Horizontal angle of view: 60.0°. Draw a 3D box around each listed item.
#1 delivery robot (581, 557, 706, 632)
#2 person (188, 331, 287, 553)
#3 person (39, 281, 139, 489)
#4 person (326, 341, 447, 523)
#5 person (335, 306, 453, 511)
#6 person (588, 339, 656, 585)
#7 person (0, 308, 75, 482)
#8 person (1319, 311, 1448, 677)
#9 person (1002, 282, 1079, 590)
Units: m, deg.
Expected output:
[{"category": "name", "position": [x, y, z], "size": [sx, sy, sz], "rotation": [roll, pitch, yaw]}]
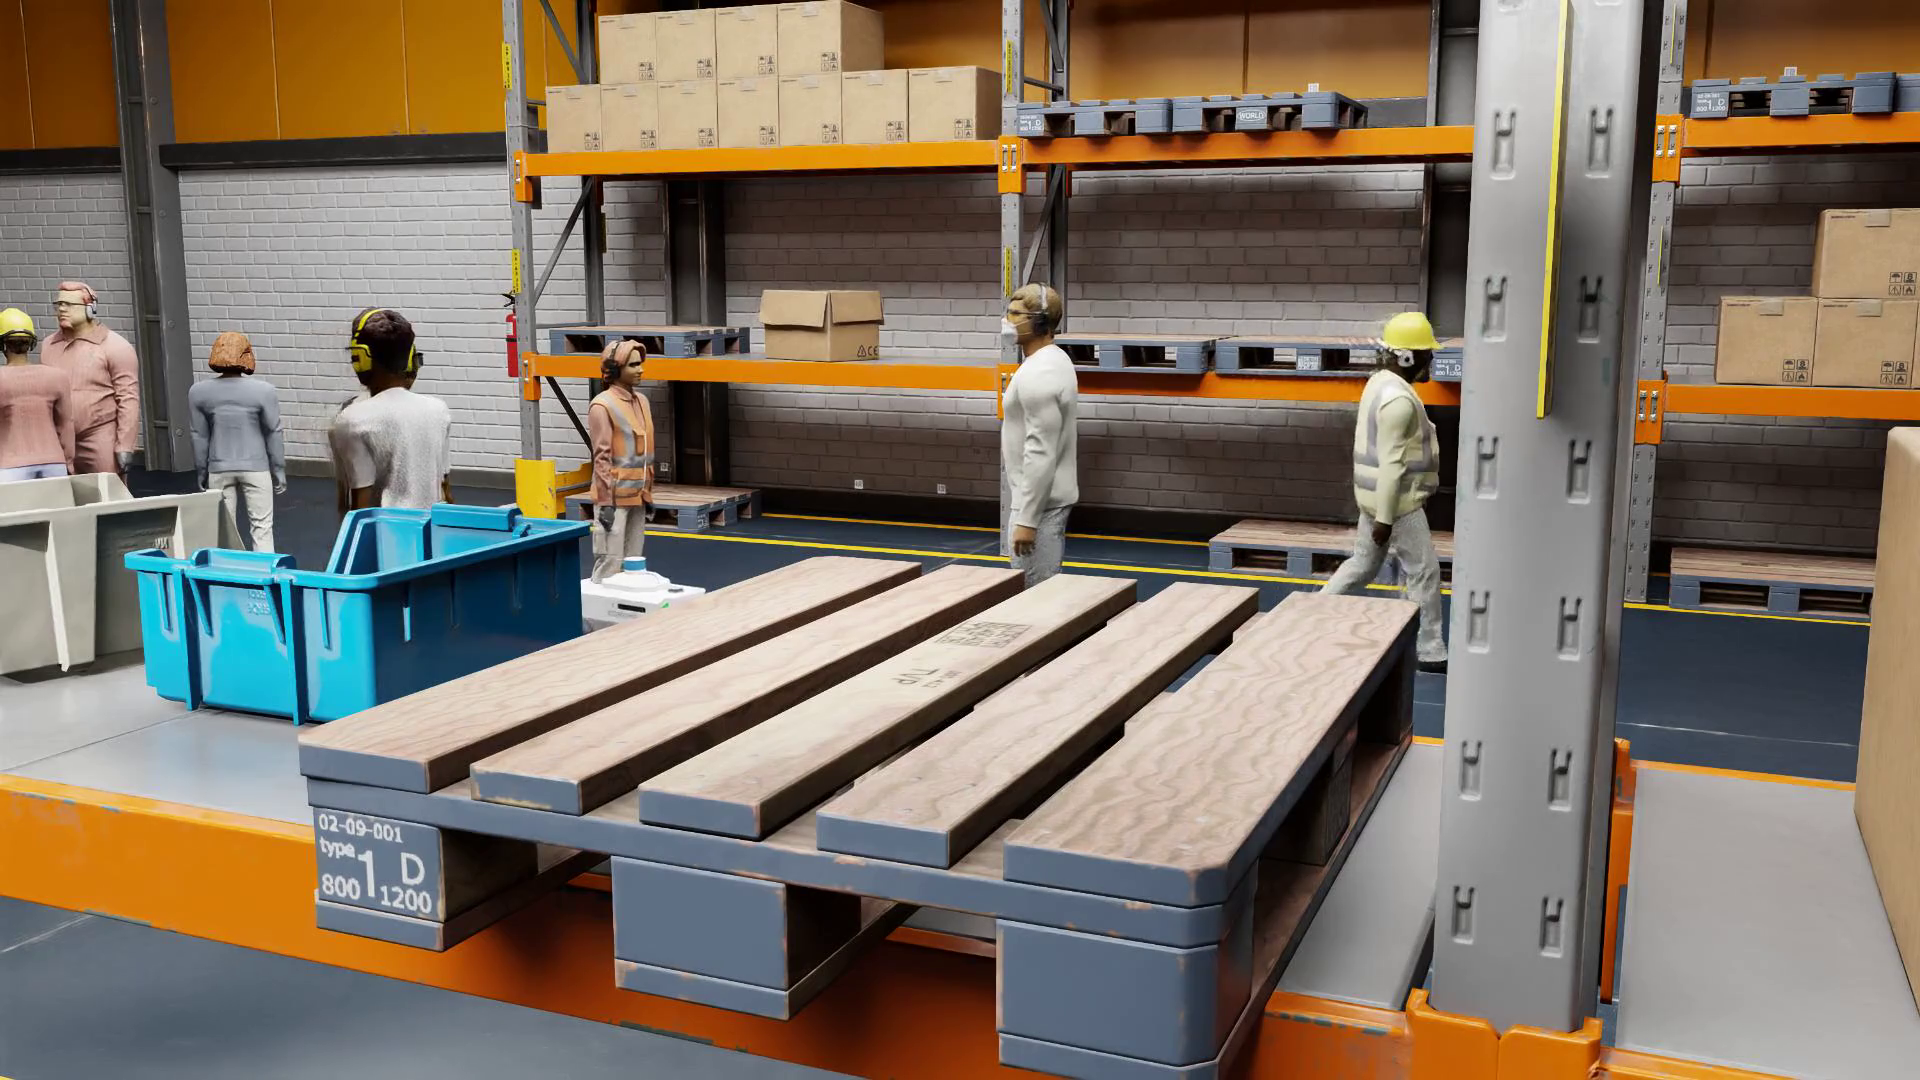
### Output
[{"category": "delivery robot", "position": [-1.608, 0.327, 8.278], "size": [0.707, 0.478, 0.477], "rotation": [6, 11, 32]}, {"category": "person", "position": [-4.128, -0.377, 9.548], "size": [0.507, 1.633, 0.278], "rotation": [-1, 10, -7]}, {"category": "person", "position": [-5.196, -0.570, 9.873], "size": [0.636, 1.914, 0.406], "rotation": [2, 10, 12]}, {"category": "person", "position": [-2.034, 0.090, 6.195], "size": [0.515, 1.831, 0.623], "rotation": [3, 10, 18]}, {"category": "person", "position": [-1.989, 0.118, 5.880], "size": [0.310, 1.868, 0.532], "rotation": [5, 10, 25]}, {"category": "person", "position": [-1.697, -0.188, 8.395], "size": [0.315, 1.641, 0.515], "rotation": [3, 10, 16]}, {"category": "person", "position": [-5.225, -0.404, 9.316], "size": [0.314, 1.769, 0.524], "rotation": [8, 12, 38]}, {"category": "person", "position": [2.057, -0.220, 8.141], "size": [0.891, 1.799, 0.594], "rotation": [1, 9, 3]}, {"category": "person", "position": [0.327, -0.135, 7.187], "size": [0.365, 1.939, 0.636], "rotation": [1, 10, 8]}]
